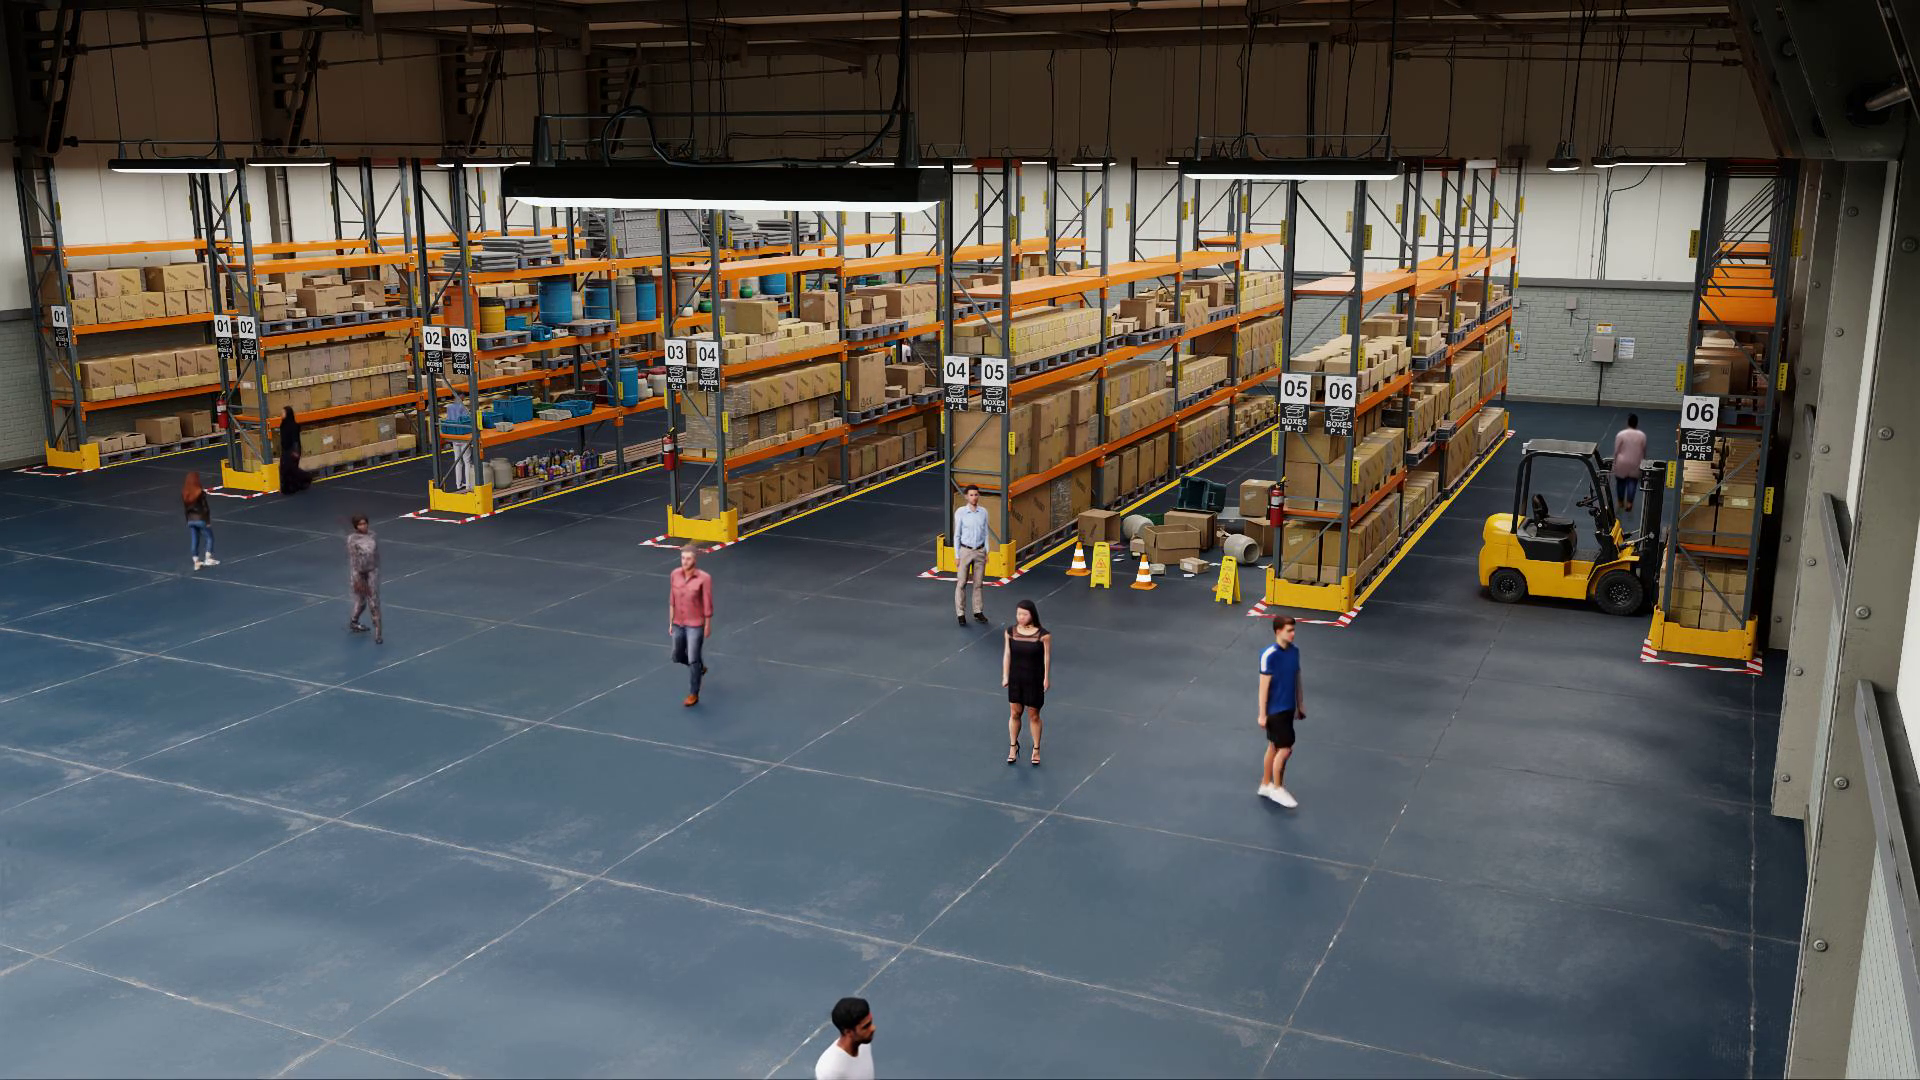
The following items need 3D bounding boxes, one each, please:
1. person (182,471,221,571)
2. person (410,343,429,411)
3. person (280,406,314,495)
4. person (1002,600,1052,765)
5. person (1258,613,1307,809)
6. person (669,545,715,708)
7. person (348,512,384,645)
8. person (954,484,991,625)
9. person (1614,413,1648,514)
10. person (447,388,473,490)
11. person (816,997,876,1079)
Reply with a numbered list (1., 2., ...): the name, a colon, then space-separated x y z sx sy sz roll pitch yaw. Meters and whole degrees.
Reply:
1. person: -11.367 -0.280 24.712 0.663 1.472 0.678 2 13 8
2. person: -12.664 -3.755 39.056 0.622 1.770 0.553 5 14 19
3. person: -12.143 -1.646 30.311 0.680 1.608 0.840 9 16 34
4. person: 0.668 1.429 16.787 0.687 1.718 0.645 4 14 15
5. person: 2.960 1.581 15.828 0.860 1.854 0.802 12 18 43
6. person: -3.003 0.924 18.743 0.706 1.818 0.875 5 14 22
7. person: -7.542 0.471 21.018 0.926 1.675 1.020 13 18 43
8. person: 0.156 0.173 21.923 0.749 1.848 0.803 -4 14 -17
9. person: 11.510 -1.299 28.593 0.729 1.707 1.122 5 14 20
10. person: -9.194 -1.870 30.663 0.651 1.885 0.573 7 15 27
11. person: -0.607 3.240 8.943 0.706 1.727 0.472 6 14 23
